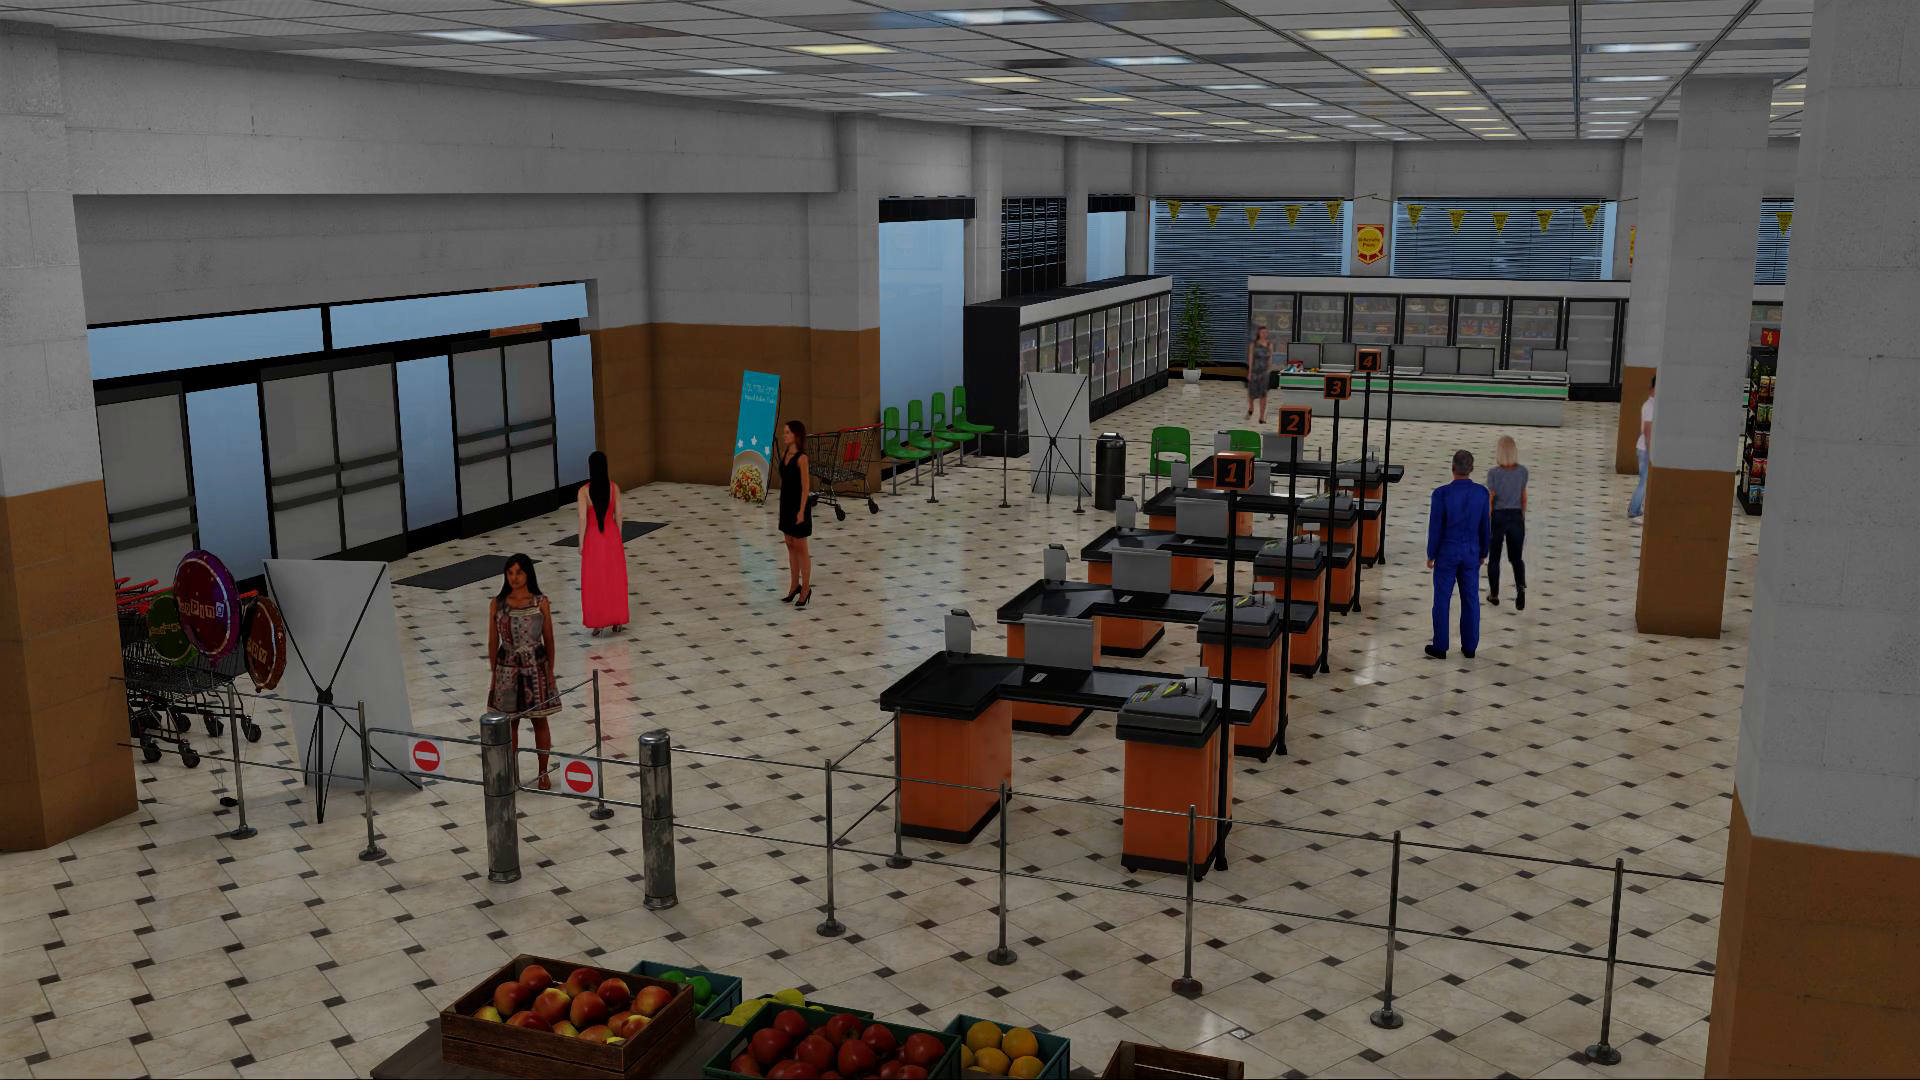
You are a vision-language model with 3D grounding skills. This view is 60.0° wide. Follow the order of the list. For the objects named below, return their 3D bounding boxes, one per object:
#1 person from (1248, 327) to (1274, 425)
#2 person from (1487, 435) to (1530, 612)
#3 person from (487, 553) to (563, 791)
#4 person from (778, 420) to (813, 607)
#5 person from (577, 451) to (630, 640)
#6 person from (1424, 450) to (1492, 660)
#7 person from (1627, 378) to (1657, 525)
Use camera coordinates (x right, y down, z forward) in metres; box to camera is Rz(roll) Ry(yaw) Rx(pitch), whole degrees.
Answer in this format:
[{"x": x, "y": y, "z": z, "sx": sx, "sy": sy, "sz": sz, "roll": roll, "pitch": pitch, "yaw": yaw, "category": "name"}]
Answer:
[{"x": 5.251, "y": -2.904, "z": 29.259, "sx": 1.021, "sy": 1.680, "sz": 0.820, "roll": 1, "pitch": 12, "yaw": 3, "category": "person"}, {"x": 5.311, "y": -0.140, "z": 16.079, "sx": 0.994, "sy": 1.703, "sz": 0.861, "roll": 0, "pitch": 12, "yaw": 0, "category": "person"}, {"x": -2.969, "y": 0.892, "z": 11.318, "sx": 0.634, "sy": 1.645, "sz": 0.786, "roll": -1, "pitch": 12, "yaw": -5, "category": "person"}, {"x": -1.616, "y": -0.264, "z": 16.348, "sx": 0.730, "sy": 1.834, "sz": 0.635, "roll": -9, "pitch": 15, "yaw": -35, "category": "person"}, {"x": -3.268, "y": 0.036, "z": 15.183, "sx": 0.715, "sy": 1.727, "sz": 0.752, "roll": -8, "pitch": 14, "yaw": -33, "category": "person"}, {"x": 4.345, "y": 0.125, "z": 14.513, "sx": 0.670, "sy": 1.829, "sz": 0.850, "roll": -1, "pitch": 12, "yaw": -5, "category": "person"}, {"x": 8.374, "y": -1.096, "z": 20.338, "sx": 0.779, "sy": 1.818, "sz": 0.914, "roll": 4, "pitch": 13, "yaw": 20, "category": "person"}]
